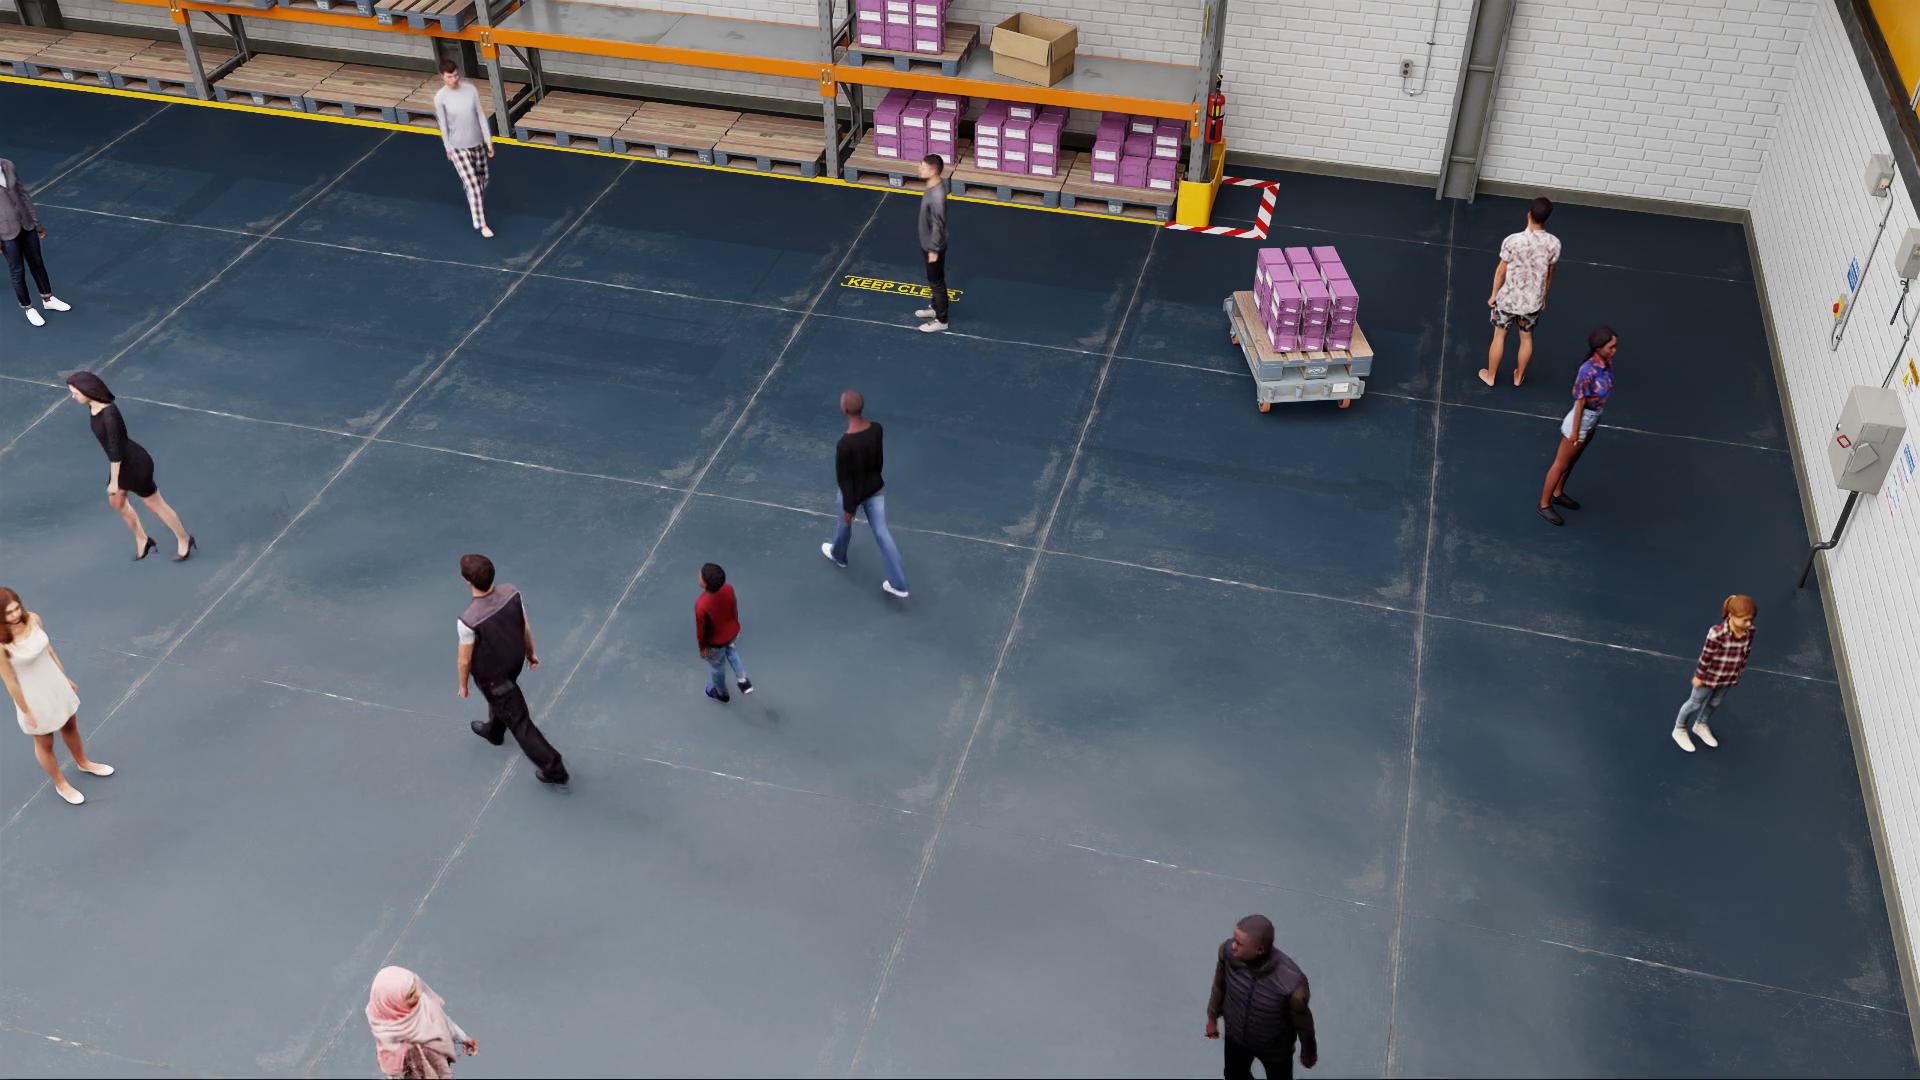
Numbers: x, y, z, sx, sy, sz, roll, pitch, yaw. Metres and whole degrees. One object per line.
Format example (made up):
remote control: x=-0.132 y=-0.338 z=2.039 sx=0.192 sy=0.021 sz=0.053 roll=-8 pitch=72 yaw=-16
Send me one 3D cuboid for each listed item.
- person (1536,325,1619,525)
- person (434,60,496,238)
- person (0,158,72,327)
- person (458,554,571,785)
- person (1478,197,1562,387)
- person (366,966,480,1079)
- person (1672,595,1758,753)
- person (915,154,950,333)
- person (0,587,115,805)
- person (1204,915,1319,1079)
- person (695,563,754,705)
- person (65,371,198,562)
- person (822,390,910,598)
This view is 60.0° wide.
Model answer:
person: x=4.933 y=-0.936 z=13.206 sx=0.664 sy=1.743 sz=0.667 roll=29 pitch=47 yaw=32
person: x=-5.089 y=-4.084 z=17.093 sx=1.048 sy=1.811 sz=1.168 roll=-24 pitch=45 yaw=-27
person: x=-8.910 y=-2.919 z=15.629 sx=0.670 sy=1.818 sz=0.762 roll=17 pitch=42 yaw=21
person: x=-2.938 y=0.884 z=10.878 sx=1.282 sy=1.805 sz=0.925 roll=22 pitch=44 yaw=25
person: x=4.958 y=-2.171 z=14.695 sx=0.567 sy=1.814 sz=0.761 roll=3 pitch=39 yaw=4
person: x=-2.847 y=2.780 z=8.534 sx=1.176 sy=1.767 sz=0.918 roll=-5 pitch=39 yaw=-6
person: x=5.129 y=0.882 z=11.281 sx=0.568 sy=1.304 sz=0.661 roll=-7 pitch=39 yaw=-9
person: x=-0.235 y=-2.780 z=15.501 sx=0.664 sy=1.761 sz=0.693 roll=-4 pitch=39 yaw=-5
person: x=-5.994 y=0.982 z=10.835 sx=0.549 sy=1.705 sz=0.571 roll=13 pitch=40 yaw=16
person: x=1.646 y=2.600 z=8.723 sx=0.744 sy=1.812 sz=0.999 roll=18 pitch=42 yaw=21
person: x=-1.630 y=0.673 z=11.591 sx=0.683 sy=1.245 sz=0.615 roll=27 pitch=46 yaw=30
person: x=-6.213 y=-0.559 z=12.706 sx=0.838 sy=1.777 sz=0.787 roll=-27 pitch=46 yaw=-30
person: x=-0.667 y=-0.308 z=12.451 sx=1.038 sy=1.703 sz=1.250 roll=-29 pitch=47 yaw=-32
